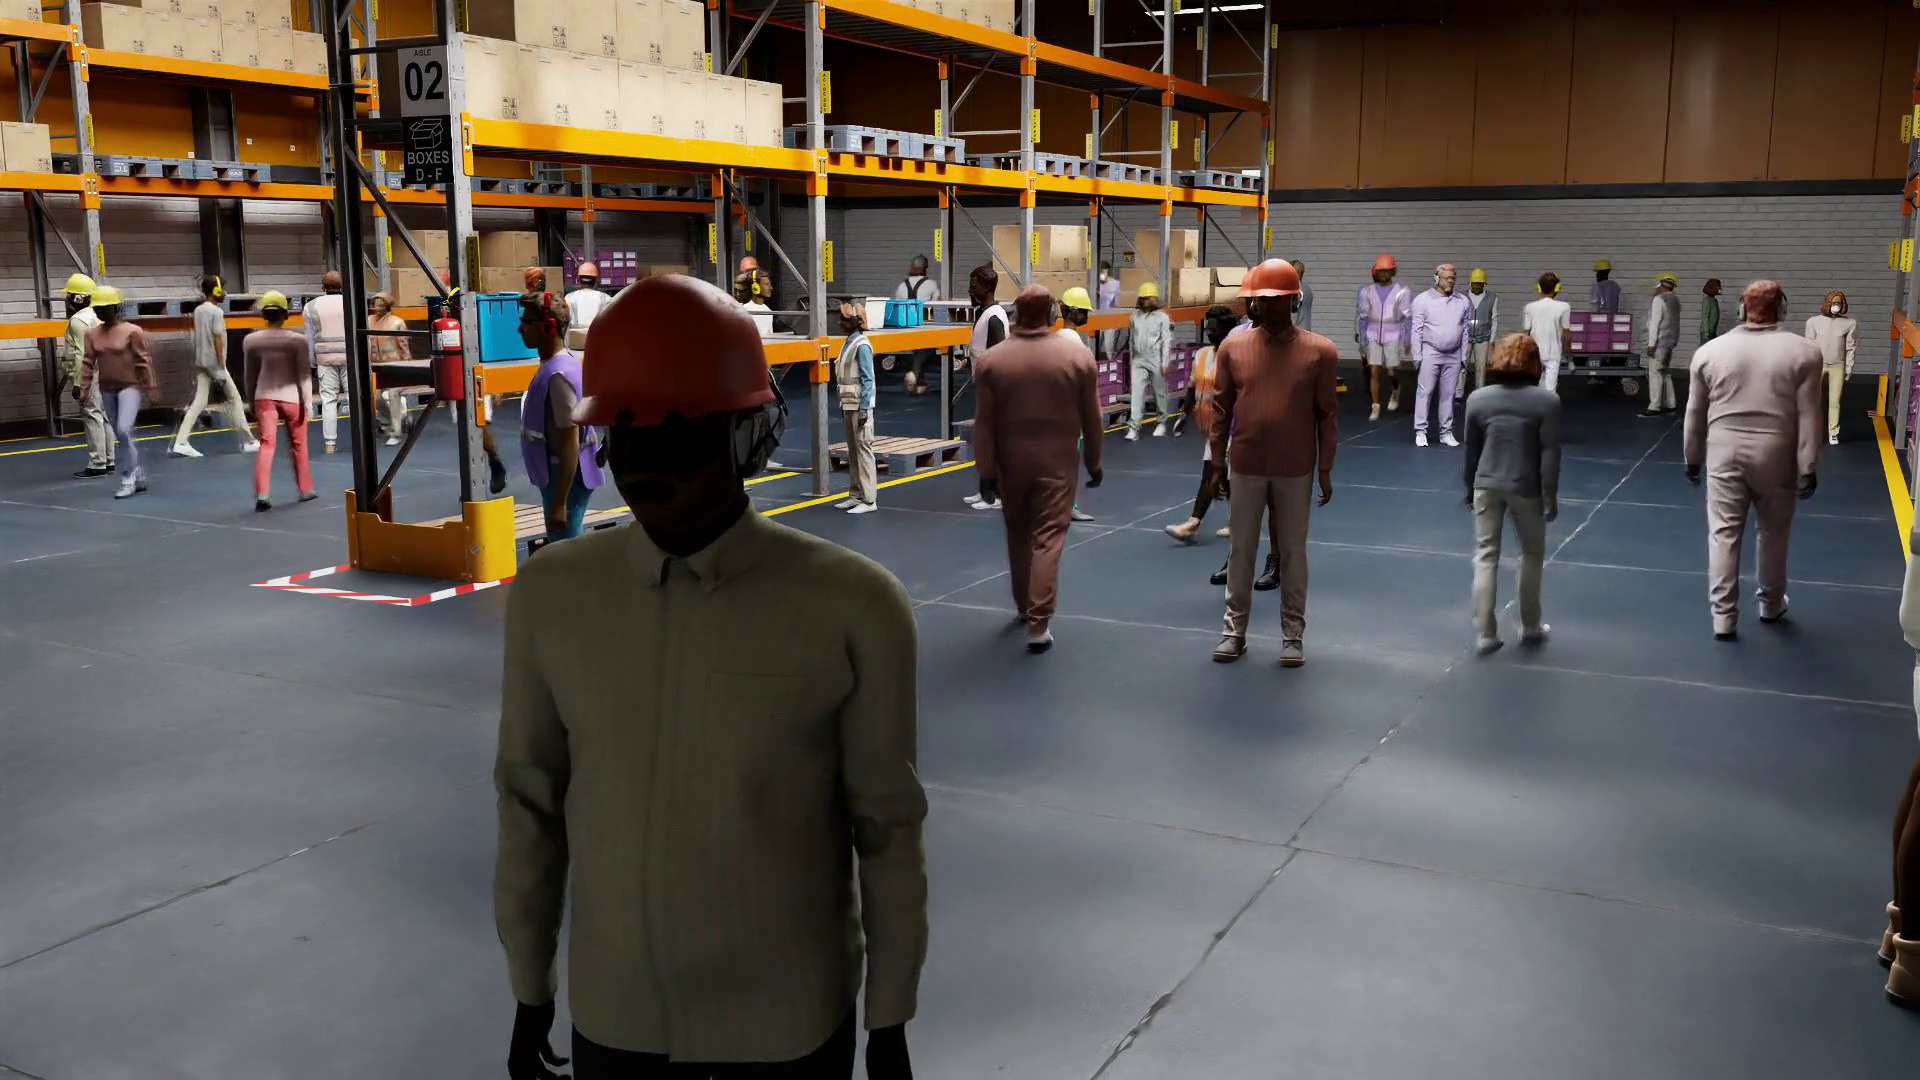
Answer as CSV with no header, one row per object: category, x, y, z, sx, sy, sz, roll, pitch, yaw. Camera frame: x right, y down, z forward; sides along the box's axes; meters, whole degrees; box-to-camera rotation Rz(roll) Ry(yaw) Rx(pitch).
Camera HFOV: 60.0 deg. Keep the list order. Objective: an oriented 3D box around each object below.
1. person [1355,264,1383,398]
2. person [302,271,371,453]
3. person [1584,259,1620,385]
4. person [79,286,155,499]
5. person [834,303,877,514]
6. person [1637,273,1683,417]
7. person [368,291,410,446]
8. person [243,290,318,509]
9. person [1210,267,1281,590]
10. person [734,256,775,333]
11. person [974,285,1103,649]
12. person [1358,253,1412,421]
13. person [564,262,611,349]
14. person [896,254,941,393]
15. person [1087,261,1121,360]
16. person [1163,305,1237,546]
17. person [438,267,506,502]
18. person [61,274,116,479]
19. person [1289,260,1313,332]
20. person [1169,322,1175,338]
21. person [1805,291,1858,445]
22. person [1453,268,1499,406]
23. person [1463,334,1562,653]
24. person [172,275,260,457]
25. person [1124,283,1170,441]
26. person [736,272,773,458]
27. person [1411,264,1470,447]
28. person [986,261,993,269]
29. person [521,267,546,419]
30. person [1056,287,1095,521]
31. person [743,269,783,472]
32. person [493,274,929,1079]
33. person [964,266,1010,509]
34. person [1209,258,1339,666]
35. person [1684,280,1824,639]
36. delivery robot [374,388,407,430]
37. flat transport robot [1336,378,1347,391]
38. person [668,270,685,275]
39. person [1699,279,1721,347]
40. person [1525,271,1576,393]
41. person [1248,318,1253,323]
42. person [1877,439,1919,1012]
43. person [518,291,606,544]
person,5.866,-2.977,23.464,0.557,1.919,0.791,3,10,18
person,-6.283,-1.795,16.843,0.627,1.846,0.429,-2,10,-14
person,9.845,-3.338,25.530,0.593,1.924,0.381,-6,12,-32
person,-7.013,-1.218,13.758,0.550,1.738,0.697,1,10,8
person,-0.809,-1.021,12.946,0.311,1.638,0.523,-4,10,-20
person,8.643,-2.390,20.494,0.415,1.778,0.666,9,13,42
person,-6.007,-1.808,17.524,0.542,1.615,0.485,2,10,14
person,-5.437,-1.124,13.282,0.539,1.733,0.809,-1,10,-5
person,1.793,-0.667,10.030,0.543,1.940,0.361,8,13,39
person,-2.760,-2.752,22.006,0.615,1.981,0.433,-7,12,-34
person,0.421,-0.401,8.747,0.645,1.853,1.009,2,10,13
person,5.152,-2.452,20.130,0.618,2.027,0.662,5,11,26
person,-4.306,-2.252,19.265,0.563,1.913,0.565,-2,10,-14
person,-0.597,-3.092,23.775,0.677,2.000,0.840,7,12,33
person,2.003,-2.987,23.557,0.655,1.900,0.883,5,11,27
person,1.741,-0.800,11.612,0.837,1.653,0.541,-5,11,-27
person,-3.996,-1.263,13.542,0.567,1.914,0.468,3,10,15
person,-7.835,-1.465,14.945,0.404,1.837,0.590,-2,10,-9
person,4.018,-2.381,19.954,0.376,1.940,0.627,6,11,31
person,3.296,-3.566,26.852,0.382,1.924,0.594,-5,11,-25
person,9.183,-1.817,17.596,0.498,1.629,0.276,4,11,22
person,6.802,-2.680,22.010,0.586,1.827,0.404,3,10,16
person,2.856,-0.251,8.543,0.530,1.604,0.695,7,12,37
person,-7.478,-1.735,16.637,0.531,1.813,1.014,7,12,34
person,2.058,-1.941,18.108,0.497,1.699,0.918,5,11,27
person,-1.991,-1.594,15.685,0.505,1.840,0.346,6,11,30
person,5.032,-1.924,17.400,0.643,1.909,0.411,-2,10,-11
person,0.430,-3.502,26.587,0.436,1.893,0.795,0,10,-2
person,-4.196,-1.770,16.579,0.576,1.882,0.355,5,11,28
person,0.852,-1.028,12.632,0.320,1.766,0.523,-2,10,-10
person,-1.859,-1.575,15.475,0.321,1.876,0.532,3,10,17
person,-0.357,0.637,2.318,0.621,1.992,0.397,2,10,11
person,0.244,-1.206,13.211,0.372,1.916,0.596,-2,10,-9
person,1.524,-0.370,8.147,0.619,1.992,0.396,3,10,19
person,4.240,-0.440,8.900,0.683,1.864,0.920,6,12,32
delivery robot,-6.293,-1.463,18.354,0.477,0.478,0.707,-4,11,-18
flat transport robot,5.119,-2.332,24.486,0.652,0.197,1.431,-2,10,-9
person,-3.332,-2.233,19.445,0.650,1.809,0.752,-4,10,-20
person,11.302,-3.115,25.078,0.285,1.636,0.500,8,12,37
person,6.139,-1.895,17.454,0.866,1.839,0.515,-8,13,-40
person,3.887,-2.520,20.927,0.574,1.881,0.357,6,11,31
person,2.711,0.252,4.423,0.378,2.040,0.607,5,11,28
person,-1.855,-0.231,7.769,0.391,1.848,0.563,-3,10,-15
